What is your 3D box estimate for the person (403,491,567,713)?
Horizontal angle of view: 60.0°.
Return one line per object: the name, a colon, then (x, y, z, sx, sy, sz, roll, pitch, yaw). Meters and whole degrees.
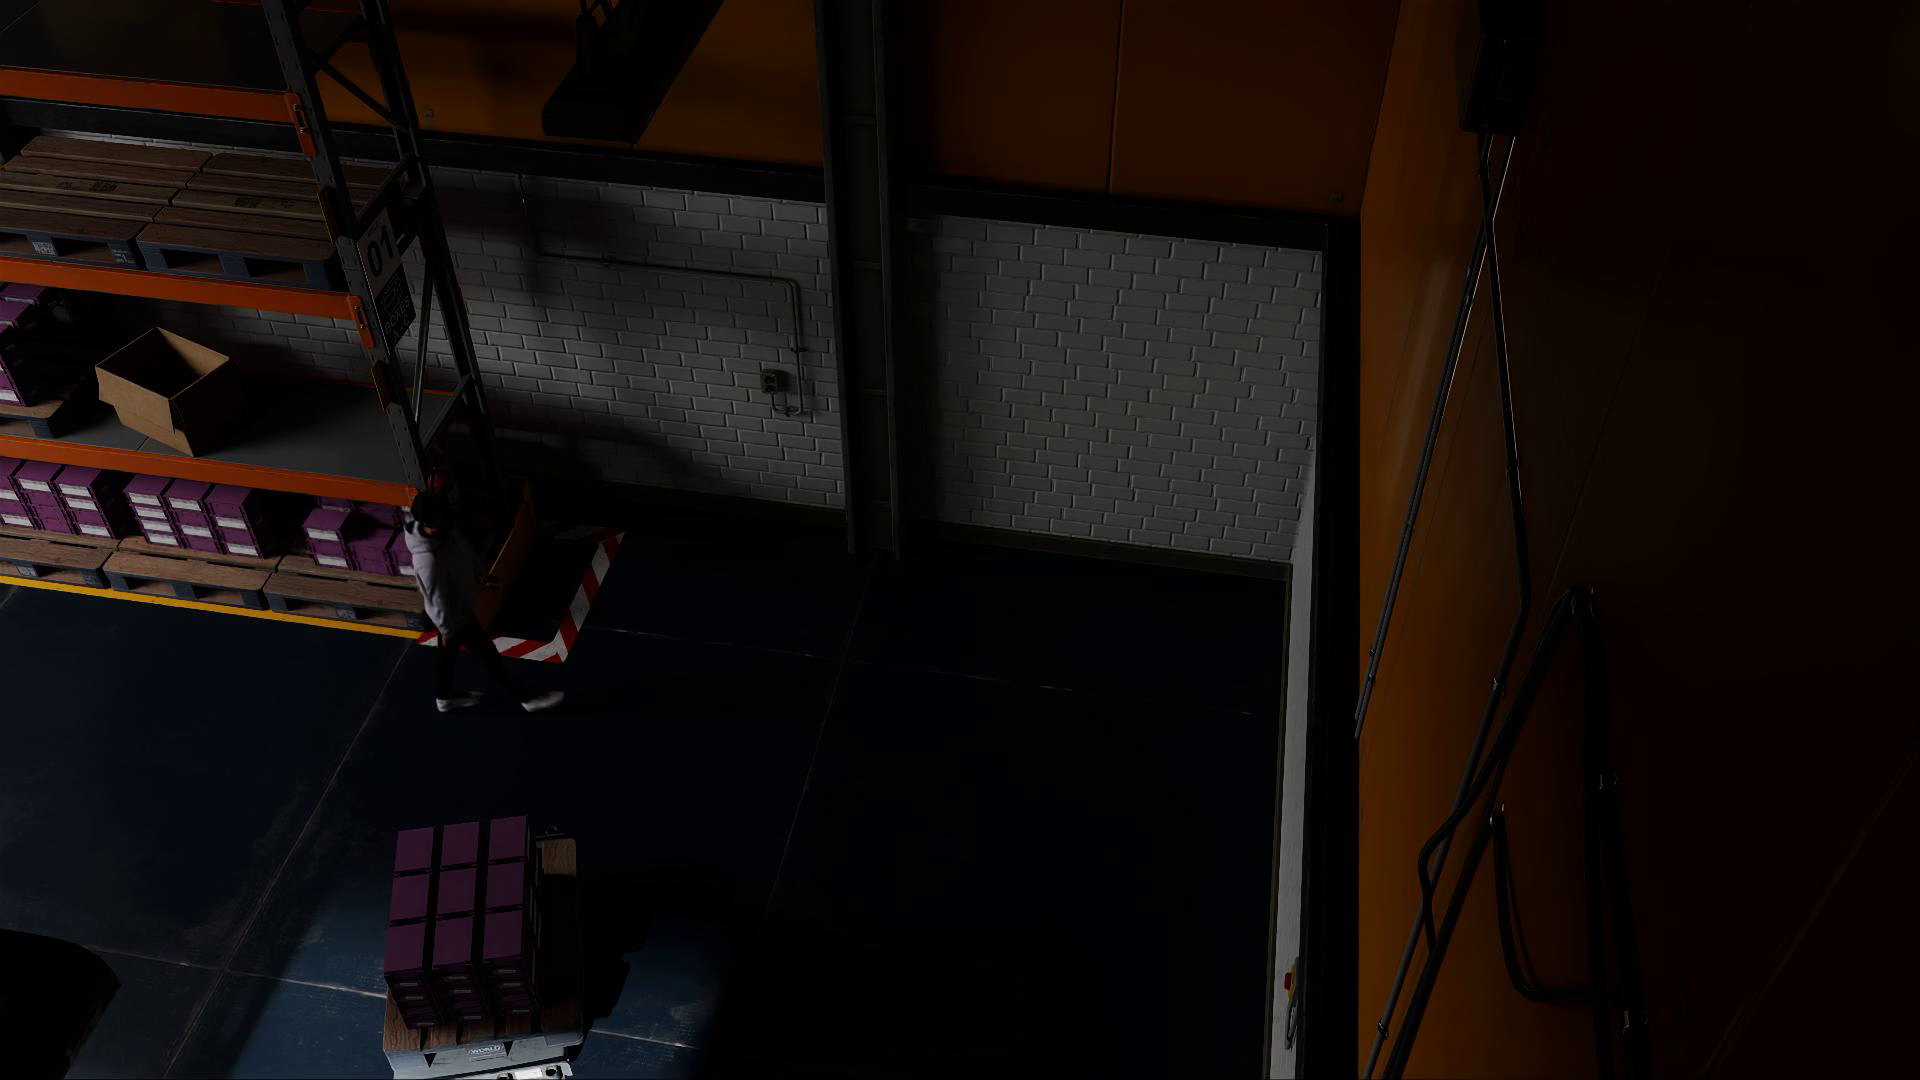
person: (-3.276, 0.443, 10.447, 1.197, 1.889, 0.936, -7, 44, -8)
